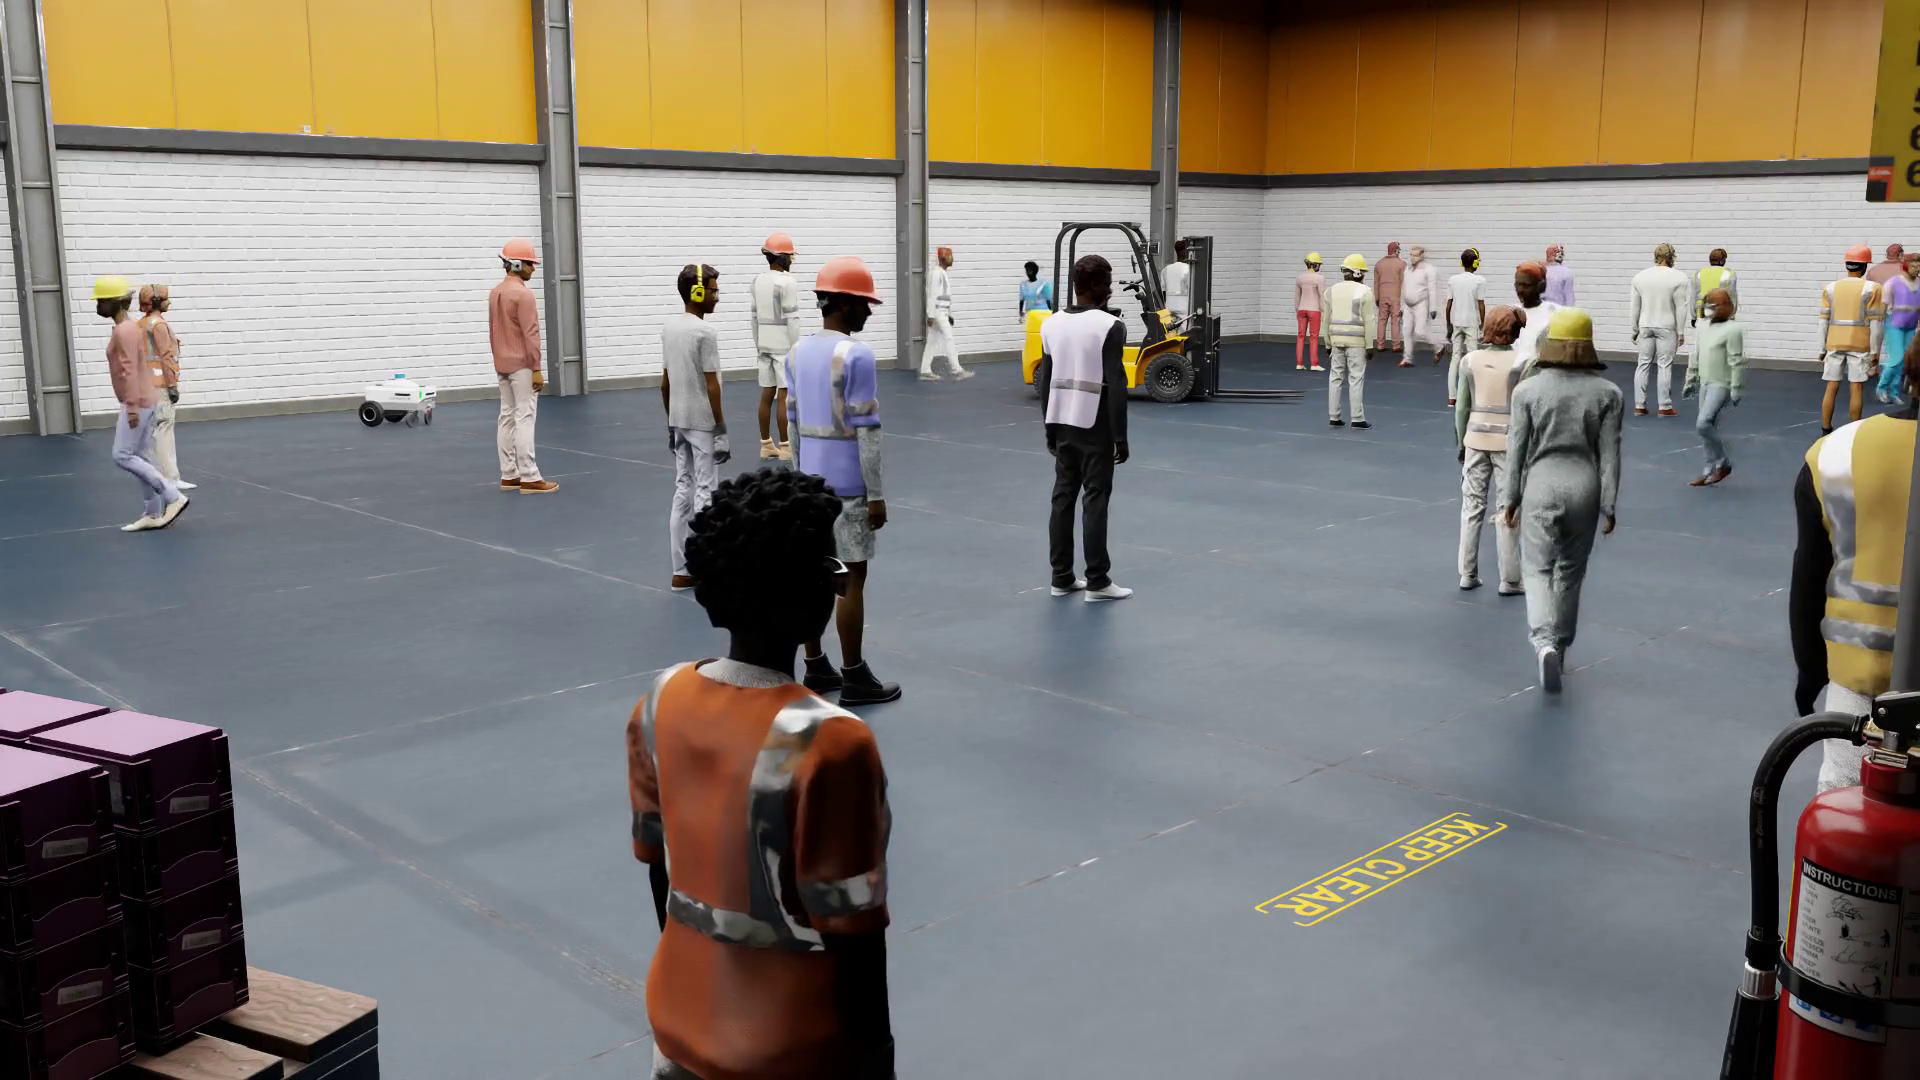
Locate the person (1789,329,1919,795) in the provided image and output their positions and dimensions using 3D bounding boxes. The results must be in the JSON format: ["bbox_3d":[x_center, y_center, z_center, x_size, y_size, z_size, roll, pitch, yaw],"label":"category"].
[{"bbox_3d":[2.394,0.359,4.131,0.430,1.845,0.619,-10,14,-42],"label":"person"}]

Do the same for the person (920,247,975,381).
[{"bbox_3d":[-0.165,-3.137,23.165,0.893,1.846,0.611,1,10,7],"label":"person"}]

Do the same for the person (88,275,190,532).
[{"bbox_3d":[-5.594,-0.913,11.267,0.444,1.754,0.563,-5,11,-24],"label":"person"}]

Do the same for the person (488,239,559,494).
[{"bbox_3d":[-3.465,-1.361,13.108,0.392,1.988,0.609,-10,14,-42],"label":"person"}]

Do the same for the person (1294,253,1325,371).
[{"bbox_3d":[5.242,-3.401,24.857,0.329,1.763,0.523,-10,14,-42],"label":"person"}]

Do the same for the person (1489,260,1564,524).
[{"bbox_3d":[4.074,-1.033,11.679,0.678,1.860,0.611,-6,12,-31],"label":"person"}]

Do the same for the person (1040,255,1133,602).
[{"bbox_3d":[0.686,-0.614,9.242,0.394,1.915,0.587,-10,14,-42],"label":"person"}]

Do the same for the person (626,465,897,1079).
[{"bbox_3d":[-0.278,0.736,2.467,0.322,1.697,0.530,-10,14,-42],"label":"person"}]

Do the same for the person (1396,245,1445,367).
[{"bbox_3d":[7.073,-3.578,25.500,0.646,1.882,0.677,-6,12,-28],"label":"person"}]

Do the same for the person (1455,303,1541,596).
[{"bbox_3d":[3.032,-0.506,9.391,0.313,1.642,0.513,-10,14,-42],"label":"person"}]

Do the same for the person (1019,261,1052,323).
[{"bbox_3d":[1.231,-3.541,25.975,0.534,1.639,0.880,8,13,37],"label":"person"}]

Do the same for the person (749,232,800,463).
[{"bbox_3d":[-1.613,-1.713,14.877,0.386,2.045,0.605,-10,14,-42],"label":"person"}]

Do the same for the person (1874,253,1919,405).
[{"bbox_3d":[11.209,-2.501,19.806,0.564,1.820,0.445,-2,11,-13],"label":"person"}]

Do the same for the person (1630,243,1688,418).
[{"bbox_3d":[7.778,-2.330,18.538,0.374,1.936,0.627,-10,14,-42],"label":"person"}]

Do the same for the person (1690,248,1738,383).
[{"bbox_3d":[10.322,-3.060,22.774,0.430,1.845,0.619,-10,14,-42],"label":"person"}]

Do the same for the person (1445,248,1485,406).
[{"bbox_3d":[5.974,-2.494,19.619,0.331,1.869,0.519,-10,14,-42],"label":"person"}]

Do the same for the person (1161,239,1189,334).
[{"bbox_3d":[3.075,-3.205,23.238,0.372,1.961,0.601,-10,14,-42],"label":"person"}]

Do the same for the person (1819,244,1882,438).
[{"bbox_3d":[8.513,-1.852,15.923,0.369,1.939,0.542,-10,14,-42],"label":"person"}]

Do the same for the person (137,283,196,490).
[{"bbox_3d":[-6.376,-1.216,13.263,0.313,1.642,0.513,-10,14,-42],"label":"person"}]

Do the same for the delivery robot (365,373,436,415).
[{"bbox_3d":[-5.962,-1.539,17.735,0.707,0.478,0.477,2,11,13],"label":"delivery robot"}]

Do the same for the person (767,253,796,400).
[{"bbox_3d":[-2.182,-2.653,20.341,0.383,1.921,0.585,-10,14,-42],"label":"person"}]

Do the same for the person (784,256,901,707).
[{"bbox_3d":[-0.509,-0.249,7.203,0.376,1.931,0.542,-10,14,-42],"label":"person"}]

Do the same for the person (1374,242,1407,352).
[{"bbox_3d":[7.496,-4.208,28.851,0.403,1.911,0.637,-10,14,-42],"label":"person"}]

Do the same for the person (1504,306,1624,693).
[{"bbox_3d":[2.698,-0.181,7.449,0.492,1.714,0.792,3,11,13],"label":"person"}]

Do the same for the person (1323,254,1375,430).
[{"bbox_3d":[4.072,-2.058,17.353,0.404,1.826,0.587,-10,14,-42],"label":"person"}]

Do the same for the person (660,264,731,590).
[{"bbox_3d":[-1.479,-0.618,9.403,0.331,1.865,0.519,-10,14,-42],"label":"person"}]

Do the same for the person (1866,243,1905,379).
[{"bbox_3d":[13.102,-3.213,23.432,0.403,1.910,0.637,-10,14,-42],"label":"person"}]

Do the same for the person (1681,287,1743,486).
[{"bbox_3d":[6.018,-1.212,13.307,0.367,1.618,0.527,-1,10,-6],"label":"person"}]

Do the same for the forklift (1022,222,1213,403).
[{"bbox_3d":[1.935,-2.847,20.651,2.313,2.155,1.214,2,11,13],"label":"forklift"}]

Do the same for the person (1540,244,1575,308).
[{"bbox_3d":[7.669,-2.870,21.575,0.403,1.904,0.637,-10,14,-42],"label":"person"}]
